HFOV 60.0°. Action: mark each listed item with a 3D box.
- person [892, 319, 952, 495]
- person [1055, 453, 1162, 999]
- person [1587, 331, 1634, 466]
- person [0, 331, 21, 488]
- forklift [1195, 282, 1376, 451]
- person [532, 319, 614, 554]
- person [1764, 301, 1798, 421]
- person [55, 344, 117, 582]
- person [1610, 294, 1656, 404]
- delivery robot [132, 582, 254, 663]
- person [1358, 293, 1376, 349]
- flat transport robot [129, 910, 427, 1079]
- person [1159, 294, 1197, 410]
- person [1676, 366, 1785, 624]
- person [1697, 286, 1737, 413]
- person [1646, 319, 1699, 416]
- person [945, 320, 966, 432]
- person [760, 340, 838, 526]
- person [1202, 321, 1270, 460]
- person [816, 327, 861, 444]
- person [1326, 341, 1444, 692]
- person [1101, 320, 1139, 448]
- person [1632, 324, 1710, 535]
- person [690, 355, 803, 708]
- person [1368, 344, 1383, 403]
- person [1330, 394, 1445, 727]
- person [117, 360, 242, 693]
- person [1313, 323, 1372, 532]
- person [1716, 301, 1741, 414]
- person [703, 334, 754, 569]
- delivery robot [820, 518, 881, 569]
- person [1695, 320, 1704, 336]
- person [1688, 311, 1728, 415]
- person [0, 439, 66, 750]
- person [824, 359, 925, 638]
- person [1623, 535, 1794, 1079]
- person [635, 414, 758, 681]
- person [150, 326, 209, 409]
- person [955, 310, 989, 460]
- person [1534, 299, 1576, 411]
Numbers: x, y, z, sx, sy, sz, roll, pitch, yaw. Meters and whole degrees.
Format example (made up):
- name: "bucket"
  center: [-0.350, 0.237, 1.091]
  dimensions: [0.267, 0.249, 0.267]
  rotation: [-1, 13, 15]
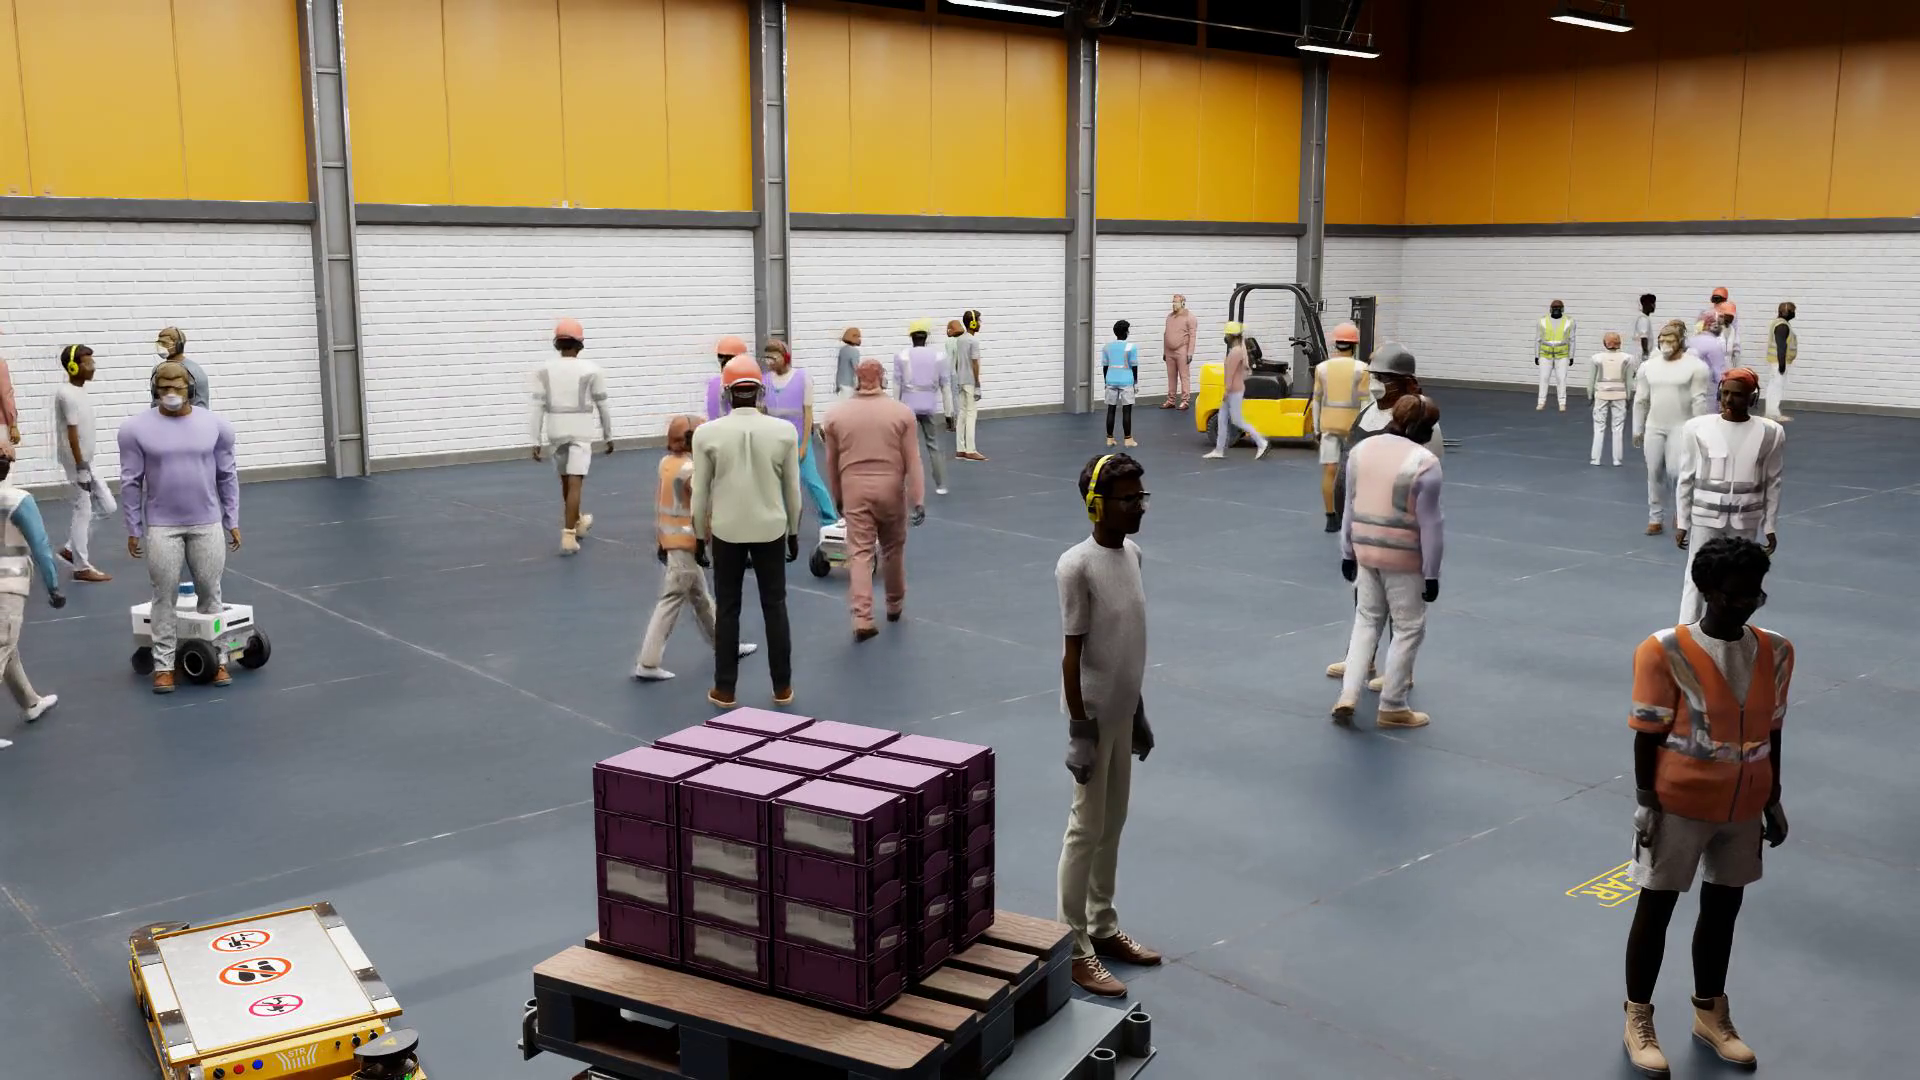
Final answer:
- name: "person"
  center: [-0.429, -1.371, 17.490]
  dimensions: [0.773, 1.875, 0.553]
  rotation: [-4, 10, -21]
- name: "person"
  center: [0.520, 0.625, 5.778]
  dimensions: [0.328, 1.872, 0.513]
  rotation: [6, 11, 30]
- name: "person"
  center: [7.838, -1.698, 20.081]
  dimensions: [0.516, 1.631, 0.333]
  rotation: [3, 10, 19]
- name: "person"
  center: [-8.950, -1.075, 15.368]
  dimensions: [0.612, 1.995, 0.377]
  rotation: [3, 10, 18]
- name: "forklift"
  center: [4.328, -2.346, 22.227]
  dimensions: [2.313, 2.155, 1.214]
  rotation: [3, 10, 16]
- name: "person"
  center: [-3.352, -0.912, 14.425]
  dimensions: [0.621, 1.974, 1.111]
  rotation: [1, 10, 5]
- name: "person"
  center: [12.660, -2.751, 25.628]
  dimensions: [0.429, 1.842, 0.632]
  rotation: [4, 10, 21]
- name: "person"
  center: [-6.795, -0.584, 12.901]
  dimensions: [0.394, 1.858, 0.503]
  rotation: [-2, 10, -12]
- name: "person"
  center: [11.362, -3.151, 27.747]
  dimensions: [1.018, 1.920, 0.610]
  rotation: [4, 10, 22]
- name: "delivery robot"
  center: [-4.651, 0.500, 10.081]
  dimensions: [0.707, 0.478, 0.477]
  rotation: [3, 10, 20]
- name: "person"
  center: [7.033, -3.303, 28.681]
  dimensions: [0.738, 1.904, 0.595]
  rotation: [-1, 10, -9]
- name: "flat transport robot"
  center: [-2.229, 1.499, 5.335]
  dimensions: [0.652, 0.197, 1.431]
  rotation: [-6, 11, -32]
- name: "person"
  center: [3.595, -3.104, 27.500]
  dimensions: [0.407, 1.910, 0.638]
  rotation: [-9, 13, -41]
- name: "person"
  center: [4.594, -0.097, 9.971]
  dimensions: [0.575, 1.883, 0.362]
  rotation: [3, 10, 17]
- name: "person"
  center: [12.229, -3.074, 26.930]
  dimensions: [0.609, 2.044, 0.396]
  rotation: [7, 12, 37]
- name: "person"
  center: [7.835, -1.503, 18.311]
  dimensions: [0.515, 1.843, 0.326]
  rotation: [4, 10, 20]
- name: "person"
  center: [-0.026, -2.366, 24.028]
  dimensions: [0.319, 1.623, 0.504]
  rotation: [9, 13, 43]
- name: "person"
  center: [-1.515, -0.871, 14.796]
  dimensions: [0.765, 1.796, 0.529]
  rotation: [5, 11, 29]
- name: "person"
  center: [3.456, -1.856, 20.696]
  dimensions: [0.771, 1.738, 0.524]
  rotation: [1, 10, 6]
- name: "person"
  center: [-1.590, -2.069, 22.364]
  dimensions: [0.769, 1.601, 0.515]
  rotation: [-5, 11, -28]
- name: "person"
  center: [2.457, -0.140, 9.762]
  dimensions: [0.538, 2.000, 0.684]
  rotation: [-4, 11, -24]
- name: "person"
  center: [2.129, -2.064, 22.038]
  dimensions: [0.530, 1.693, 0.321]
  rotation: [6, 11, 31]
- name: "person"
  center: [6.412, -0.991, 15.083]
  dimensions: [0.644, 1.922, 0.446]
  rotation: [9, 13, 43]
- name: "person"
  center: [-1.206, -0.050, 9.435]
  dimensions: [0.631, 1.981, 0.434]
  rotation: [-2, 10, -13]
- name: "person"
  center: [4.346, -1.214, 17.235]
  dimensions: [0.285, 1.633, 0.498]
  rotation: [1, 10, 5]
- name: "person"
  center: [2.276, 0.122, 8.921]
  dimensions: [0.584, 1.809, 0.659]
  rotation: [-6, 11, -32]
- name: "person"
  center: [-4.539, -0.082, 9.722]
  dimensions: [0.635, 1.936, 0.353]
  rotation: [-5, 11, -29]
- name: "person"
  center: [3.573, -1.050, 15.447]
  dimensions: [0.567, 1.911, 0.787]
  rotation: [5, 11, 27]
- name: "person"
  center: [10.861, -2.431, 23.627]
  dimensions: [0.551, 1.887, 0.963]
  rotation: [-2, 10, -13]
- name: "person"
  center: [-1.891, -0.678, 13.246]
  dimensions: [0.656, 1.923, 0.574]
  rotation: [-5, 11, -27]
- name: "delivery robot"
  center: [-0.807, -0.038, 13.231]
  dimensions: [0.477, 0.478, 0.707]
  rotation: [5, 11, 28]
- name: "person"
  center: [9.323, -1.903, 20.981]
  dimensions: [0.534, 1.740, 0.811]
  rotation: [5, 11, 25]
- name: "person"
  center: [8.785, -1.730, 19.502]
  dimensions: [0.455, 1.893, 0.656]
  rotation: [1, 10, 7]
- name: "person"
  center: [-5.011, 0.268, 8.702]
  dimensions: [0.543, 1.594, 0.840]
  rotation: [2, 10, 11]
- name: "person"
  center: [-0.573, -0.295, 11.238]
  dimensions: [0.676, 1.847, 0.932]
  rotation: [0, 10, 2]
- name: "person"
  center: [2.315, 0.818, 5.157]
  dimensions: [0.532, 1.697, 0.319]
  rotation: [-2, 10, -10]
- name: "person"
  center: [-1.617, 0.034, 10.036]
  dimensions: [0.868, 1.581, 0.523]
  rotation: [-5, 11, -29]
- name: "person"
  center: [-6.661, -0.847, 14.201]
  dimensions: [0.629, 1.940, 0.372]
  rotation: [5, 11, 26]
- name: "person"
  center: [0.123, -1.928, 20.725]
  dimensions: [0.331, 1.872, 0.513]
  rotation: [-5, 11, -27]
- name: "person"
  center: [9.751, -3.024, 27.292]
  dimensions: [0.642, 1.831, 0.431]
  rotation: [4, 11, 24]
